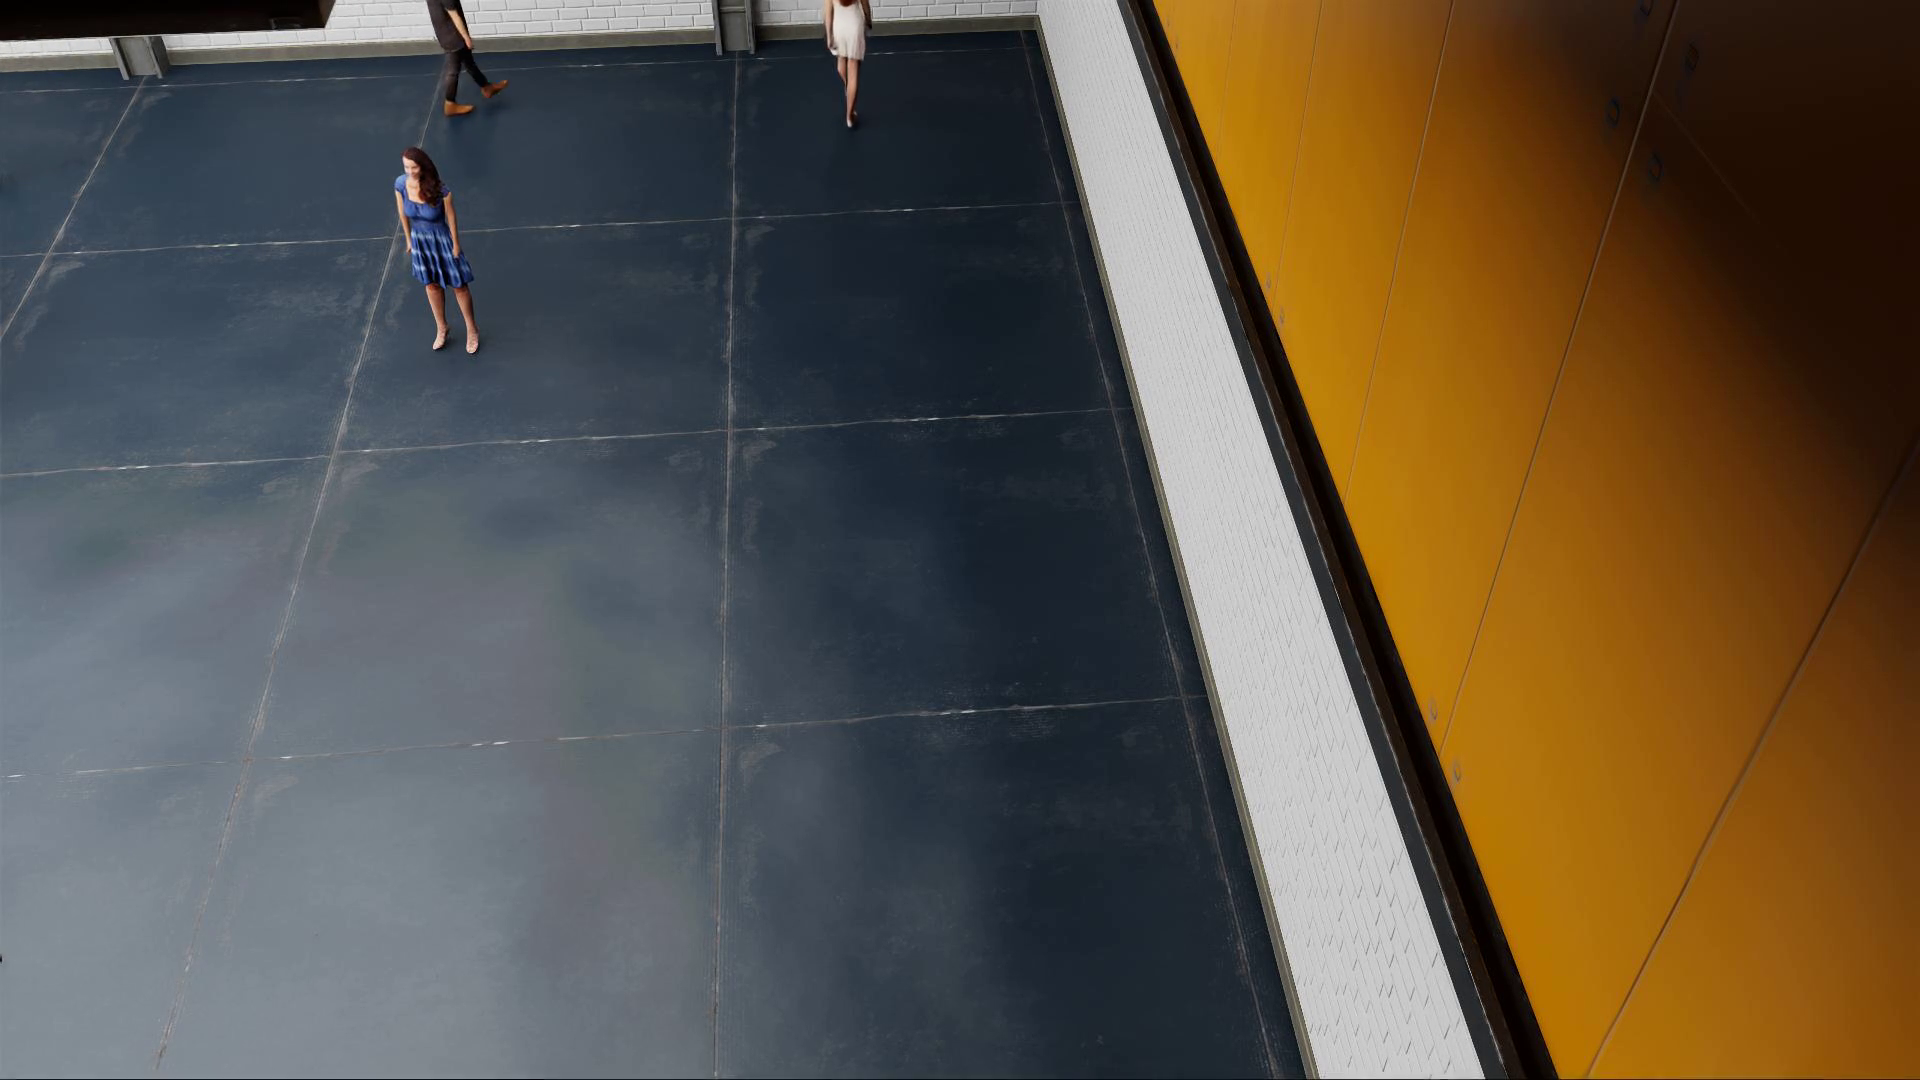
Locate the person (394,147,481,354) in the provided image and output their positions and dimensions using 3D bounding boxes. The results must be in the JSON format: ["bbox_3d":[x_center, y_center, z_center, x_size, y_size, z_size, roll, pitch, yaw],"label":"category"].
[{"bbox_3d":[-4.111,-2.259,13.047,0.605,1.804,0.785,8,44,8],"label":"person"}]

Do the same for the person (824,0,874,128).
[{"bbox_3d":[-1.071,-4.729,15.745,1.094,1.658,0.752,4,44,4],"label":"person"}]

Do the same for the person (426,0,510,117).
[{"bbox_3d":[-4.926,-4.834,15.832,1.024,1.690,0.835,-20,47,-19],"label":"person"}]
